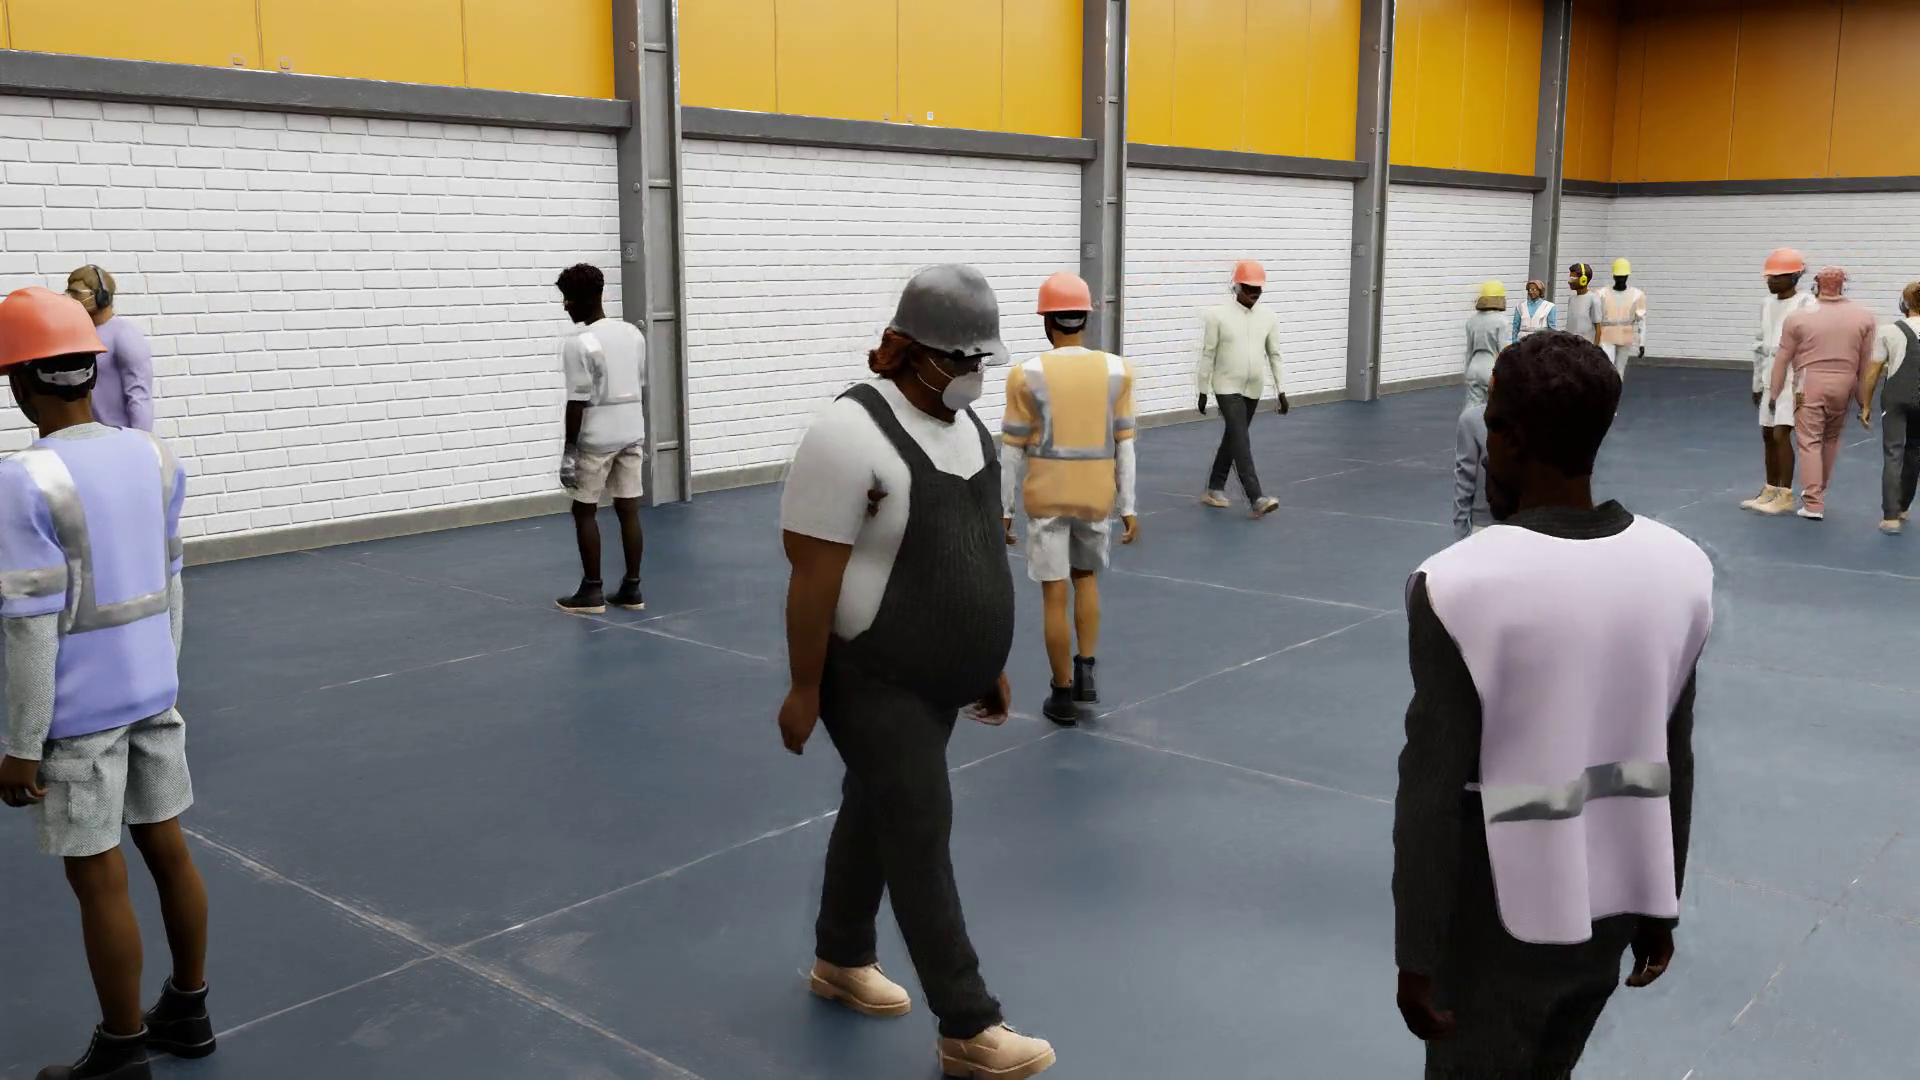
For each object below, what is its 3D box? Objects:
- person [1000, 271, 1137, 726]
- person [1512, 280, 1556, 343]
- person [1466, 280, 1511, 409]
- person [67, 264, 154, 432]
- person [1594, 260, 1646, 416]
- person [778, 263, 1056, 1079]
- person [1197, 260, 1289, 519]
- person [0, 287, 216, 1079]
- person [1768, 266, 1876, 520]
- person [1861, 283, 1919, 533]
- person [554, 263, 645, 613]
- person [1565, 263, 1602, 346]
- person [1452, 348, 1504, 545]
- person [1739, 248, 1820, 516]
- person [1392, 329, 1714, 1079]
[{"bbox_3d":[0.445,-0.173,7.102,0.584,1.921,0.476,-2,10,-13],"label":"person"},{"bbox_3d":[6.986,-2.346,20.283,0.525,1.639,0.307,8,12,37],"label":"person"},{"bbox_3d":[4.834,-1.496,15.160,0.484,1.723,0.513,-7,12,-33],"label":"person"},{"bbox_3d":[-4.527,-0.490,8.864,0.634,1.938,0.354,7,12,33],"label":"person"},{"bbox_3d":[7.813,-2.373,19.749,0.613,1.871,0.974,3,10,15],"label":"person"},{"bbox_3d":[-0.056,0.289,4.135,0.948,2.000,0.691,6,12,30],"label":"person"},{"bbox_3d":[2.166,-1.149,12.646,0.626,1.922,1.104,-4,11,-22],"label":"person"},{"bbox_3d":[-2.057,0.380,3.929,0.376,1.932,0.543,3,10,14],"label":"person"},{"bbox_3d":[6.479,-1.123,12.627,0.673,1.872,0.878,1,10,7],"label":"person"},{"bbox_3d":[6.844,-0.961,12.026,0.551,1.763,1.038,4,11,23],"label":"person"},{"bbox_3d":[-1.974,-0.547,9.227,0.393,1.938,0.622,6,12,32],"label":"person"},{"bbox_3d":[6.421,-1.928,17.262,0.314,1.864,0.533,-3,10,-16],"label":"person"},{"bbox_3d":[2.385,-0.041,7.205,0.497,1.626,0.288,4,11,21],"label":"person"},{"bbox_3d":[6.199,-1.184,12.643,0.530,2.028,0.630,-3,10,-15],"label":"person"},{"bbox_3d":[0.997,0.612,2.721,0.599,1.899,0.726,-4,11,-24],"label":"person"}]
